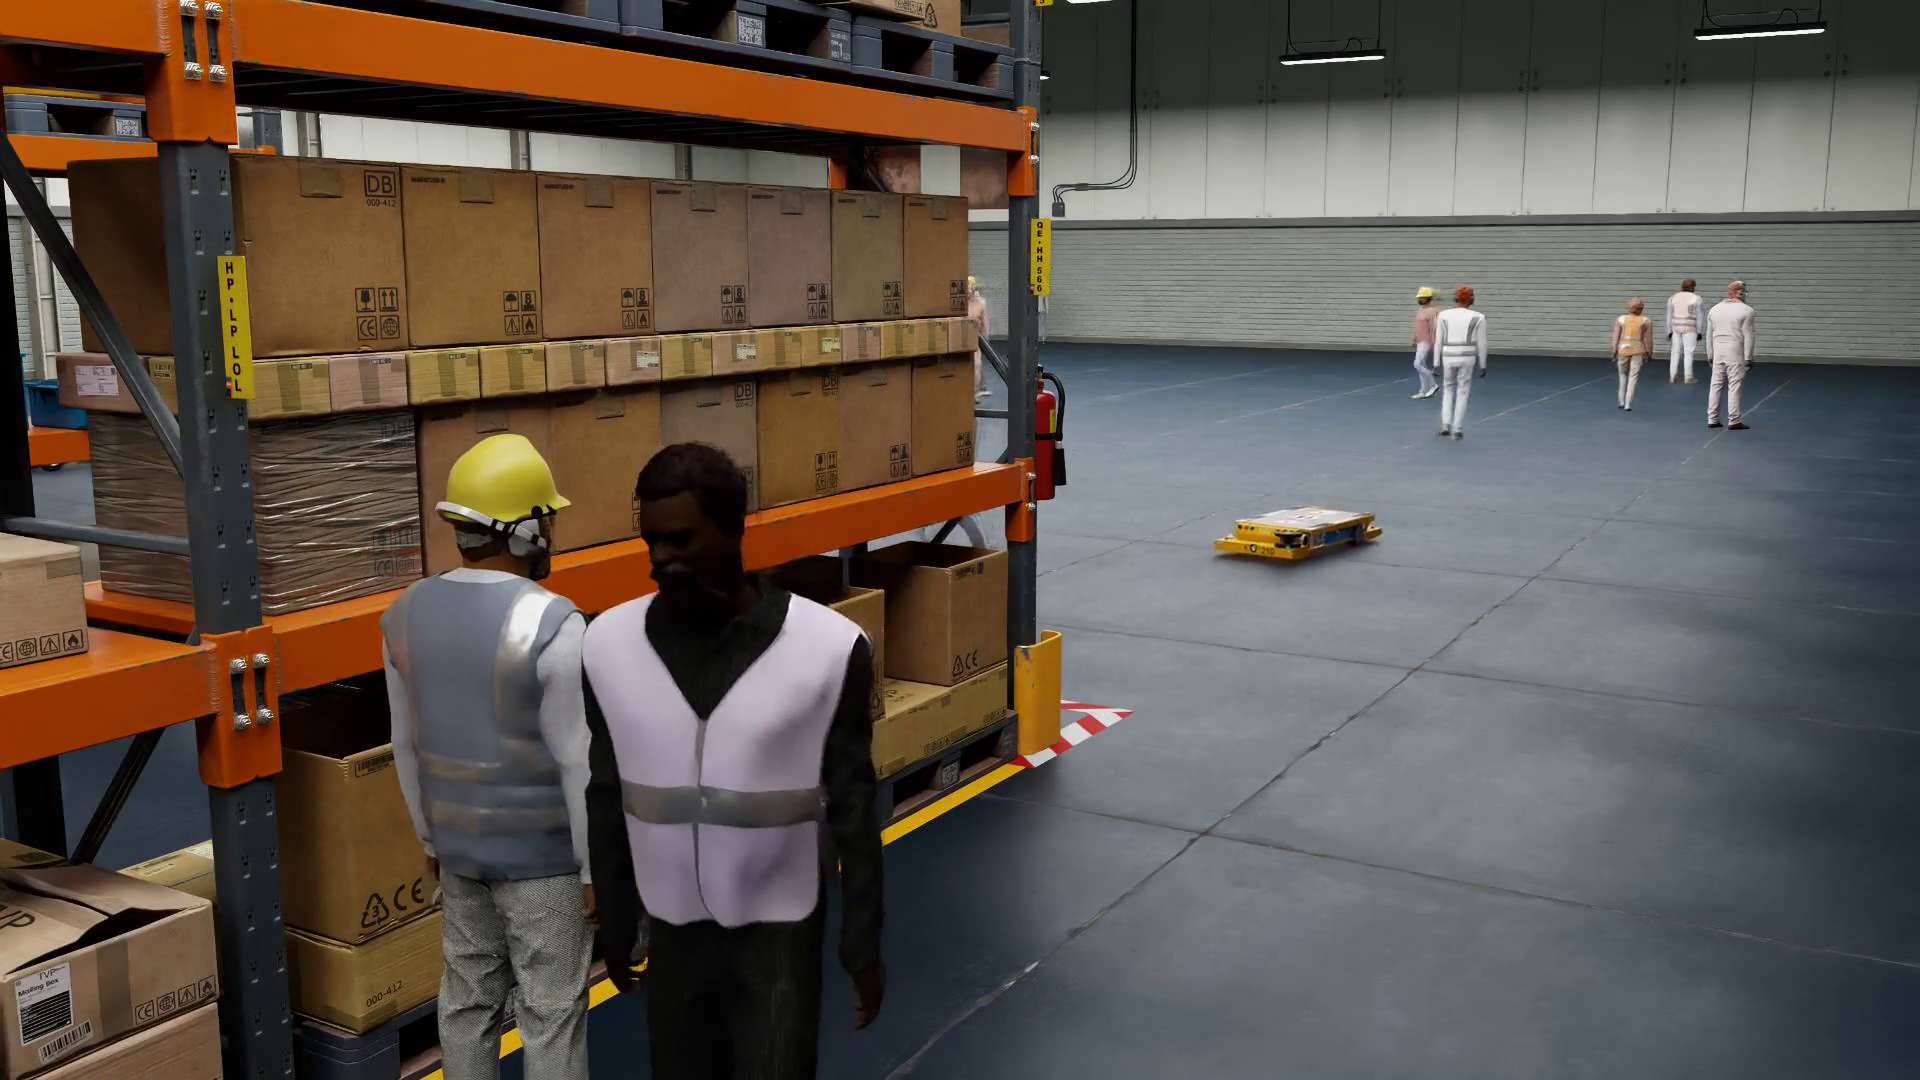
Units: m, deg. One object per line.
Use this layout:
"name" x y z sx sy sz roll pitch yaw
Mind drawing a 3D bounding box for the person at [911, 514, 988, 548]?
"person" -0.082 -0.564 11.043 0.523 1.843 0.889 7 12 35

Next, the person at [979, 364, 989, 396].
"person" 0.023 -3.201 26.352 0.976 1.882 0.610 0 10 1

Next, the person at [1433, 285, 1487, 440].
"person" 6.082 -2.146 20.192 0.621 1.872 0.472 5 11 29

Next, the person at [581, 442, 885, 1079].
"person" -0.431 0.732 3.327 0.621 1.890 0.748 2 10 10

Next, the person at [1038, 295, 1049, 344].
"person" 2.002 -5.800 42.289 0.508 1.631 0.265 -1 10 -4

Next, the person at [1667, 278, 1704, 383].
"person" 12.753 -3.671 29.221 0.429 1.840 0.633 -7 12 -36

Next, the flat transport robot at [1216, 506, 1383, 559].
"flat transport robot" 2.617 -0.073 12.739 0.652 0.197 1.431 8 13 40

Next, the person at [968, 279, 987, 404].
"person" 0.102 -2.980 25.077 0.656 1.869 0.809 -1 10 -3

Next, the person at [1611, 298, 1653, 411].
"person" 9.787 -2.698 24.176 0.545 1.601 0.817 6 11 30

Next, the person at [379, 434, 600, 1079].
"person" -1.005 0.675 3.788 0.588 1.835 0.403 5 11 28

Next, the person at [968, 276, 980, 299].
"person" 0.235 -5.153 38.115 0.522 1.768 0.312 3 10 20

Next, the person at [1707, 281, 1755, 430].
"person" 9.963 -2.379 21.468 0.399 1.904 0.644 -5 11 -28

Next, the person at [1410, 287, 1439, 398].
"person" 7.219 -3.074 25.979 0.364 1.755 0.530 -1 10 -4
